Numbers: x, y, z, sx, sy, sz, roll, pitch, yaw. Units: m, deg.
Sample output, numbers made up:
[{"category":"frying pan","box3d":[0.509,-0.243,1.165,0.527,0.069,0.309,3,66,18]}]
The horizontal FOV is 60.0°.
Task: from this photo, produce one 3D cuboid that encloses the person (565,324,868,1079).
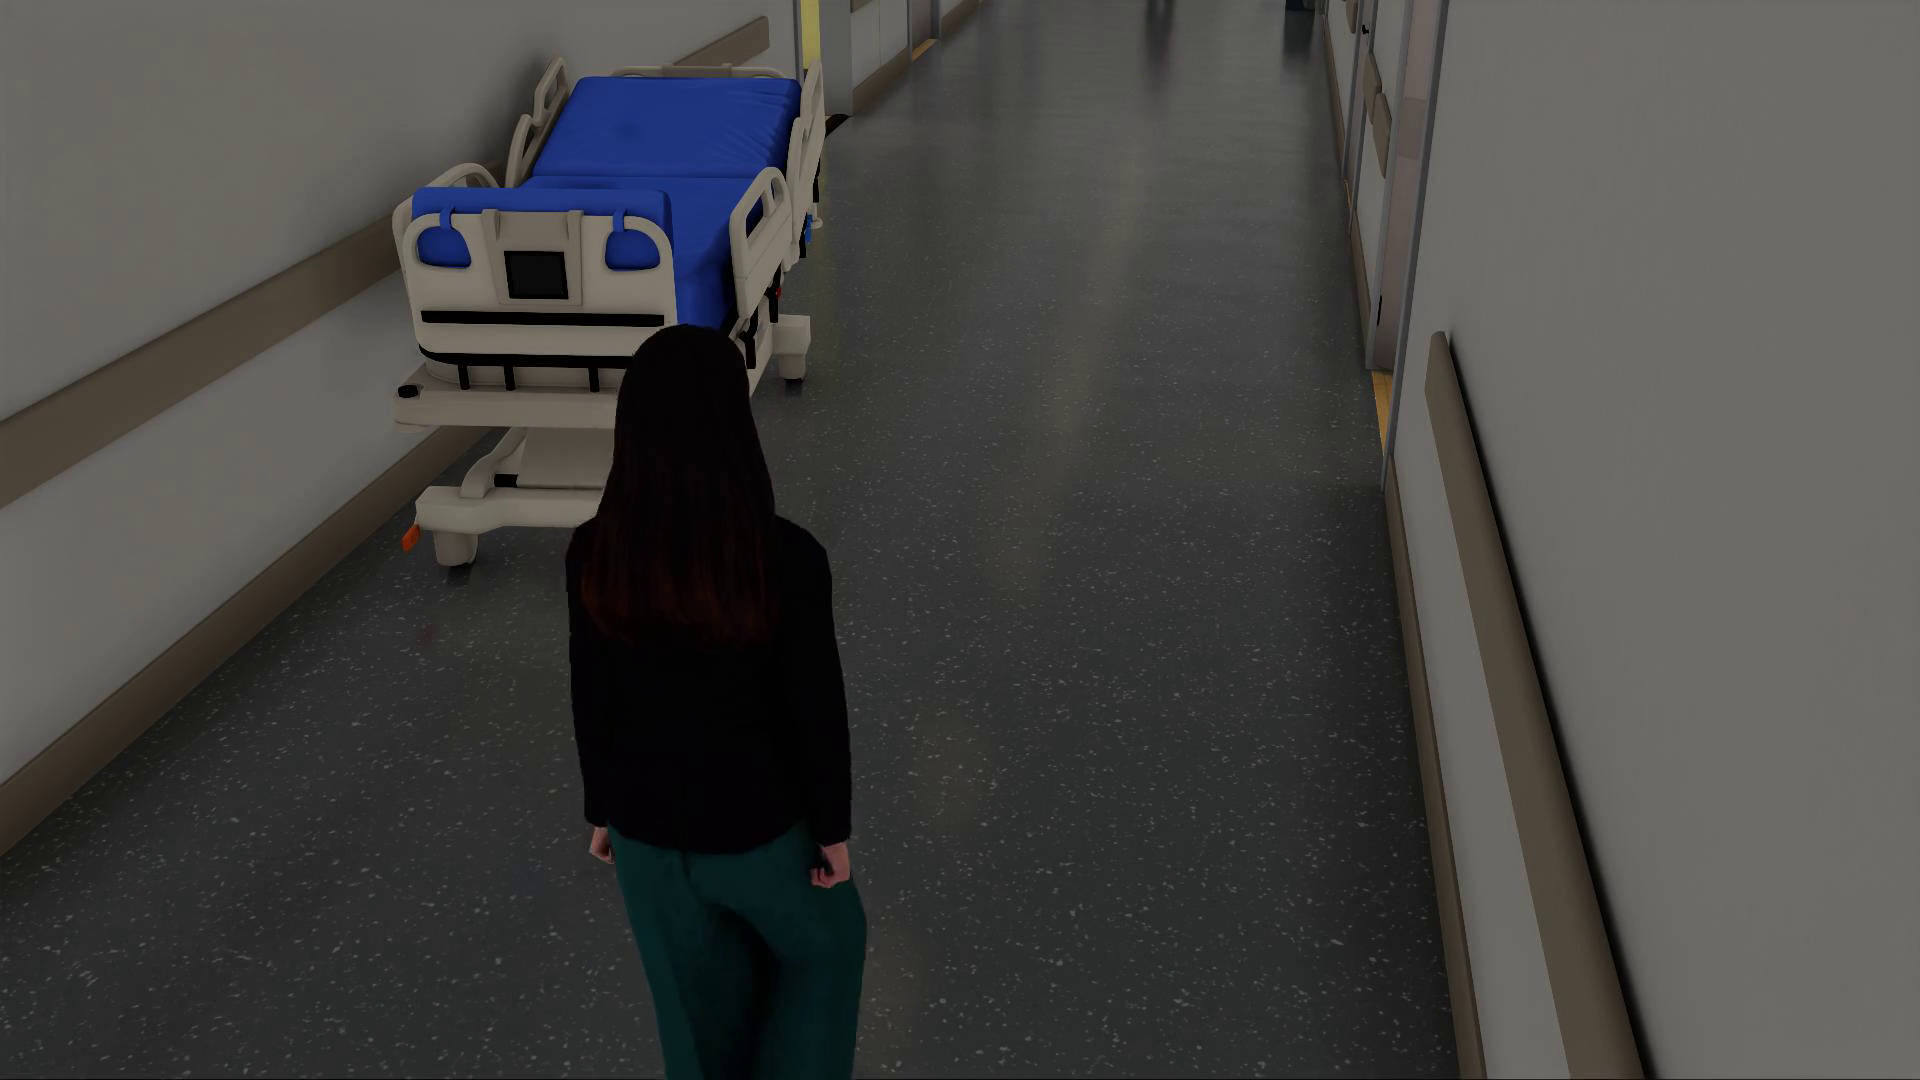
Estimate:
[{"category":"person","box3d":[-0.391,0.529,2.615,0.736,1.728,0.696,3,26,5]}]
